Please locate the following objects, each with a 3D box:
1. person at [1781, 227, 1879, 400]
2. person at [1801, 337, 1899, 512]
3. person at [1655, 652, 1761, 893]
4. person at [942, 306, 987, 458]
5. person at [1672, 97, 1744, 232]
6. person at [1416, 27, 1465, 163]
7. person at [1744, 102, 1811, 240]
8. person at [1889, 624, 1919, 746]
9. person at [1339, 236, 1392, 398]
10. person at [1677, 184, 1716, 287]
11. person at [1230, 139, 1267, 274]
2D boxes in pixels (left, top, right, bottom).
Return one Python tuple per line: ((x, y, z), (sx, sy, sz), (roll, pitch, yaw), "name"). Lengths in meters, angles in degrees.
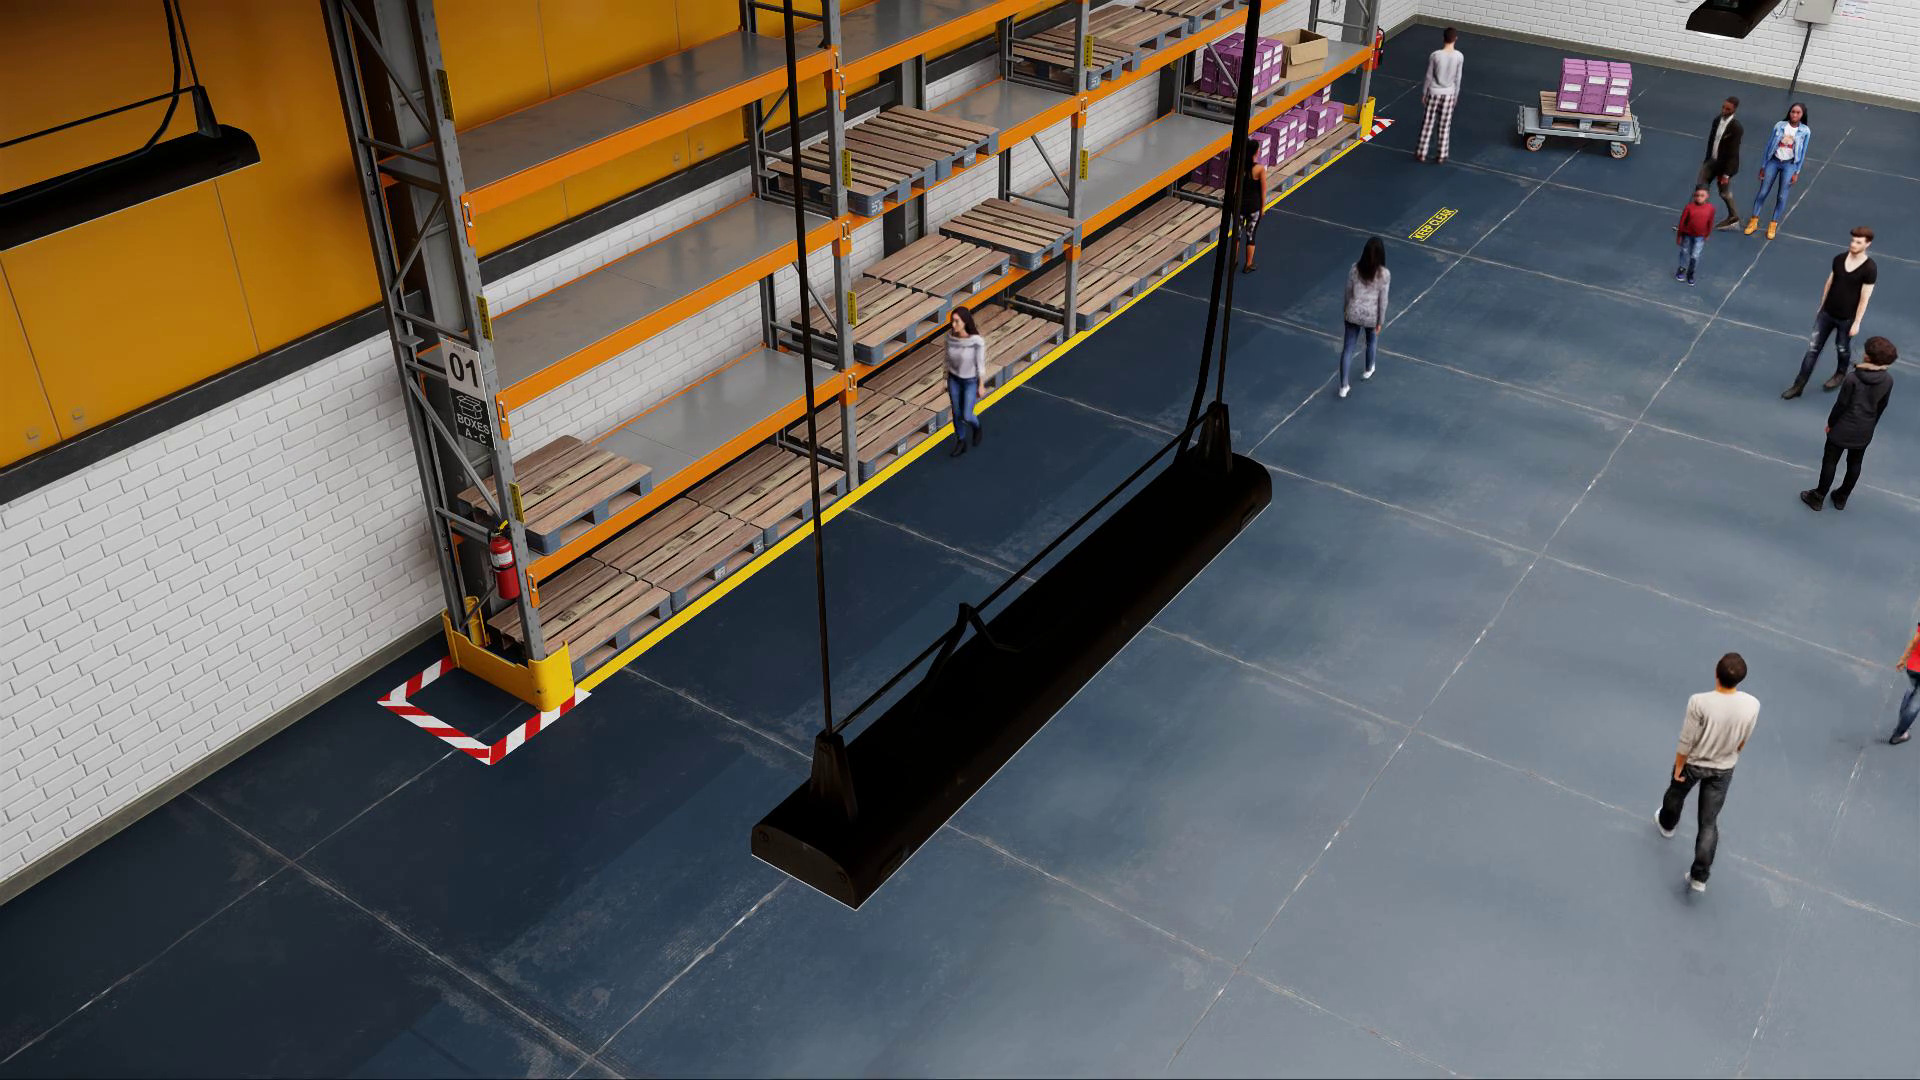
((9.174, -2.344, 17.216), (1.297, 1.852, 0.996), (-19, 38, -27), "person")
((8.251, -1.063, 15.355), (0.738, 1.781, 0.773), (1, 34, 1), "person")
((5.140, 1.595, 11.361), (0.944, 1.774, 1.231), (6, 34, 9), "person")
((0.078, -1.563, 16.255), (0.629, 1.617, 0.649), (19, 38, 26), "person")
((9.578, -4.671, 20.810), (1.321, 1.751, 1.129), (-10, 35, -15), "person")
((6.630, -6.132, 22.923), (0.709, 1.845, 0.678), (6, 34, 9), "person")
((10.255, -4.633, 20.788), (0.608, 1.712, 0.518), (19, 38, 26), "person")
((7.297, 1.016, 12.670), (0.656, 1.290, 0.641), (-15, 36, -21), "person")
((4.150, -2.280, 17.258), (0.744, 1.700, 1.036), (13, 36, 19), "person")
((8.731, -3.661, 19.750), (0.564, 1.241, 0.643), (13, 36, 18), "person")
((3.432, -4.011, 19.891), (0.596, 1.668, 0.535), (17, 37, 24), "person")
